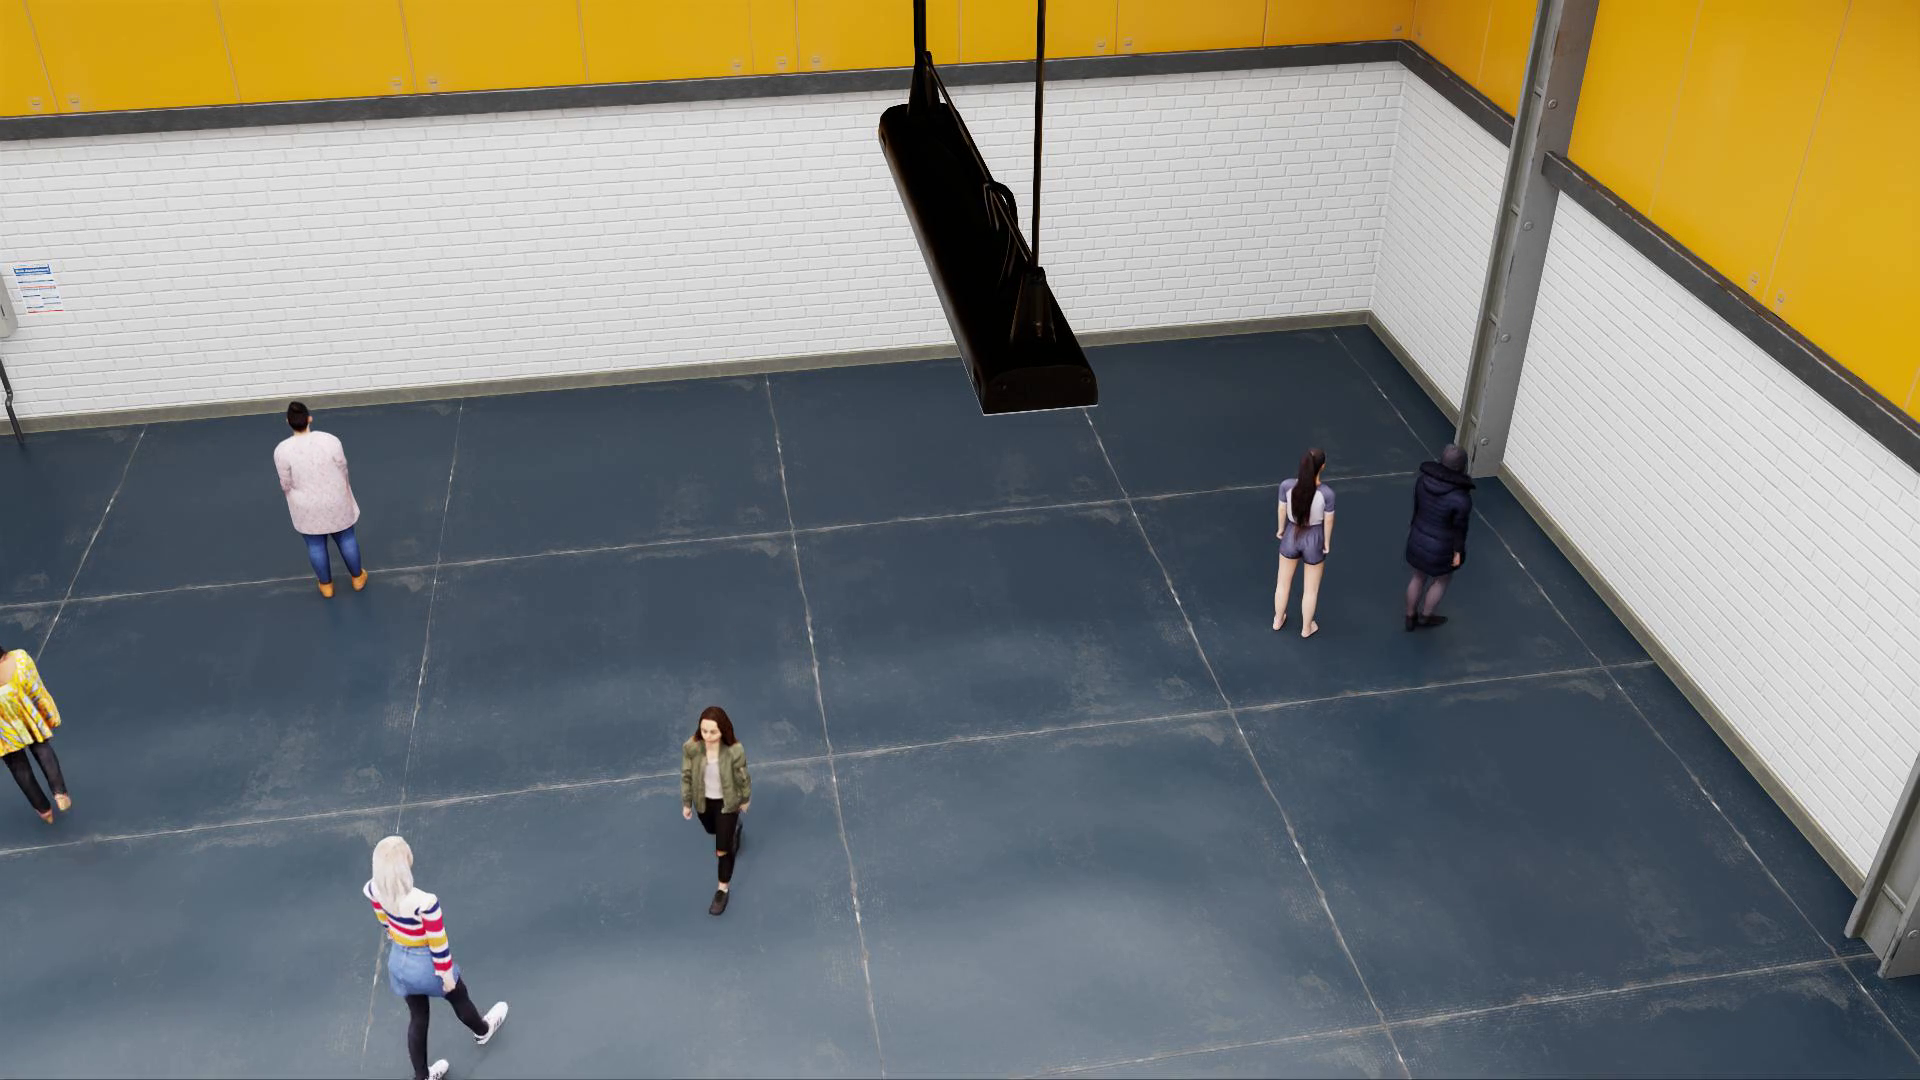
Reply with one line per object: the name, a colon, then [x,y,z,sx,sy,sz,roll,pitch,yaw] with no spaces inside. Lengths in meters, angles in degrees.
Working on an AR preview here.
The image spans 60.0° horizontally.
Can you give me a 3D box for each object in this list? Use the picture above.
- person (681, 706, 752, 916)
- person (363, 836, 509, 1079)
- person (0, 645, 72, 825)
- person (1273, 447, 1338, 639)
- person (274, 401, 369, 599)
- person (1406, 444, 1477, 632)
person: [-1.531,1.615,10.587,0.817,1.453,1.061,7,34,11]
person: [-3.017,2.377,9.144,0.964,1.783,1.084,14,36,20]
person: [-6.221,1.254,10.959,0.864,1.643,0.912,-26,42,-34]
person: [2.646,0.022,12.804,0.675,1.652,0.706,15,37,22]
person: [-5.112,-0.335,13.260,0.743,1.742,0.700,-13,36,-19]
person: [3.637,0.025,12.785,0.853,1.668,0.748,-25,41,-32]
